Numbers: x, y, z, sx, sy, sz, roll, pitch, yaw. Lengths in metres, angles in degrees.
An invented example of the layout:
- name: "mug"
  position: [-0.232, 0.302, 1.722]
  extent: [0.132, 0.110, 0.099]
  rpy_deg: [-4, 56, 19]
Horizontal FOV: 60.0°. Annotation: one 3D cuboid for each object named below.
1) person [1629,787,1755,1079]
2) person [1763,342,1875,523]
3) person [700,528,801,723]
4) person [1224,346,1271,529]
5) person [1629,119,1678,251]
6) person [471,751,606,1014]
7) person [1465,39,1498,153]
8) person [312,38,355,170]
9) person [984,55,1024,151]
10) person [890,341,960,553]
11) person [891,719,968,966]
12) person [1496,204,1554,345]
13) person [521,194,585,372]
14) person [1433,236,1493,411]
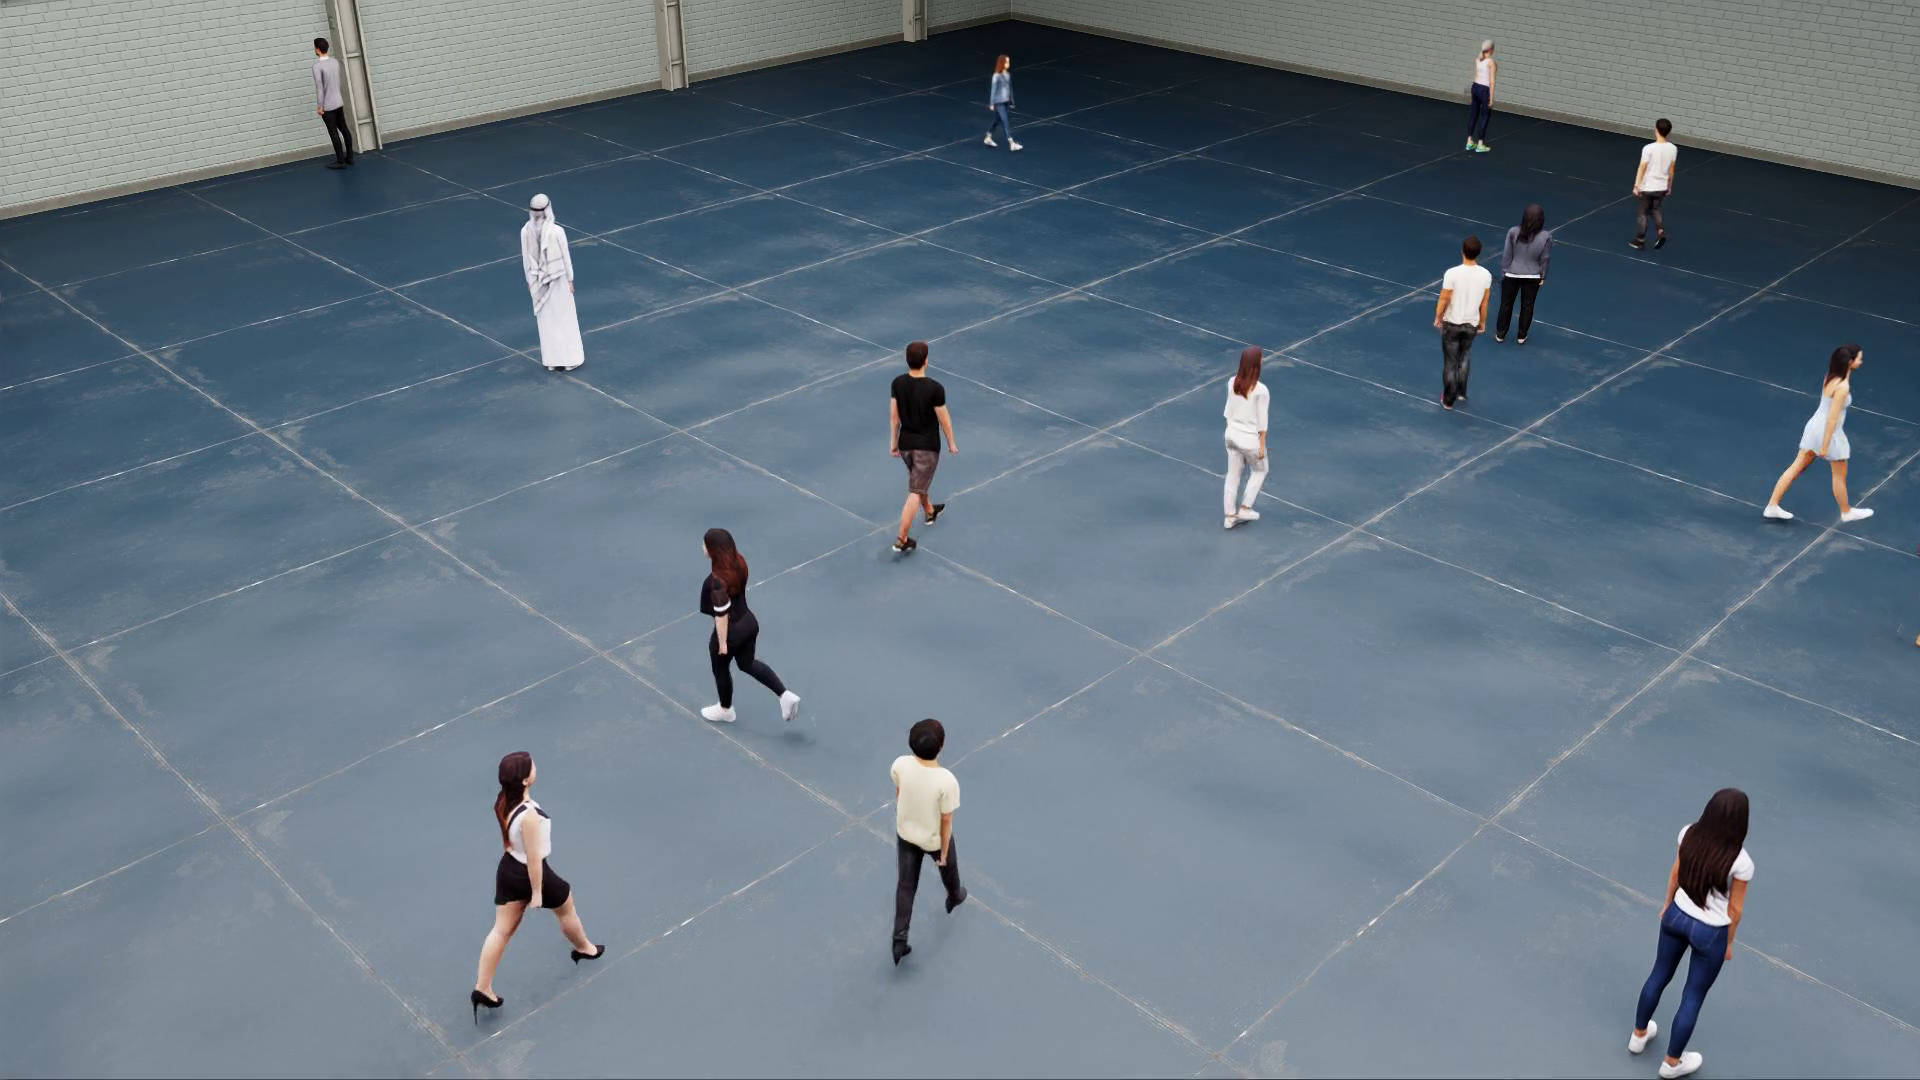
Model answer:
- name: "person"
  position: [3.921, 2.093, 8.891]
  extent: [0.640, 1.767, 0.651]
  rpy_deg: [-14, 31, -25]
- name: "person"
  position: [7.499, -0.917, 14.630]
  extent: [1.095, 1.686, 1.122]
  rpy_deg: [3, 28, 6]
- name: "person"
  position: [-1.536, 0.650, 11.760]
  extent: [0.950, 1.618, 1.043]
  rpy_deg: [10, 30, 17]
- name: "person"
  position: [2.455, -0.862, 14.538]
  extent: [0.611, 1.676, 0.586]
  rpy_deg: [25, 37, 38]
- name: "person"
  position: [8.955, -4.537, 21.405]
  extent: [0.896, 1.707, 0.923]
  rpy_deg: [-5, 28, -8]
- name: "person"
  position: [-2.507, 1.950, 9.334]
  extent: [0.573, 1.603, 1.070]
  rpy_deg: [23, 36, 37]
- name: "person"
  position: [8.084, -6.924, 25.894]
  extent: [0.643, 1.700, 0.671]
  rpy_deg: [-14, 31, -25]
- name: "person"
  position: [-9.437, -6.567, 24.988]
  extent: [0.891, 1.923, 0.752]
  rpy_deg: [8, 29, 15]
- name: "person"
  position: [0.589, -6.822, 25.982]
  extent: [0.767, 1.437, 0.971]
  rpy_deg: [18, 33, 30]
- name: "person"
  position: [-0.392, -0.761, 14.195]
  extent: [0.904, 1.819, 1.290]
  rpy_deg: [15, 31, 25]
- name: "person"
  position: [-0.247, 1.780, 9.715]
  extent: [0.851, 1.545, 1.094]
  rpy_deg: [11, 30, 20]
- name: "person"
  position: [6.287, -2.973, 18.586]
  extent: [0.781, 1.596, 0.807]
  rpy_deg: [9, 29, 16]
- name: "person"
  position: [-4.388, -2.754, 17.820]
  extent: [0.800, 1.930, 0.849]
  rpy_deg: [2, 28, 4]
- name: "person"
  position: [5.095, -2.163, 16.857]
  extent: [0.745, 1.792, 0.817]
  rpy_deg: [-2, 28, -4]
